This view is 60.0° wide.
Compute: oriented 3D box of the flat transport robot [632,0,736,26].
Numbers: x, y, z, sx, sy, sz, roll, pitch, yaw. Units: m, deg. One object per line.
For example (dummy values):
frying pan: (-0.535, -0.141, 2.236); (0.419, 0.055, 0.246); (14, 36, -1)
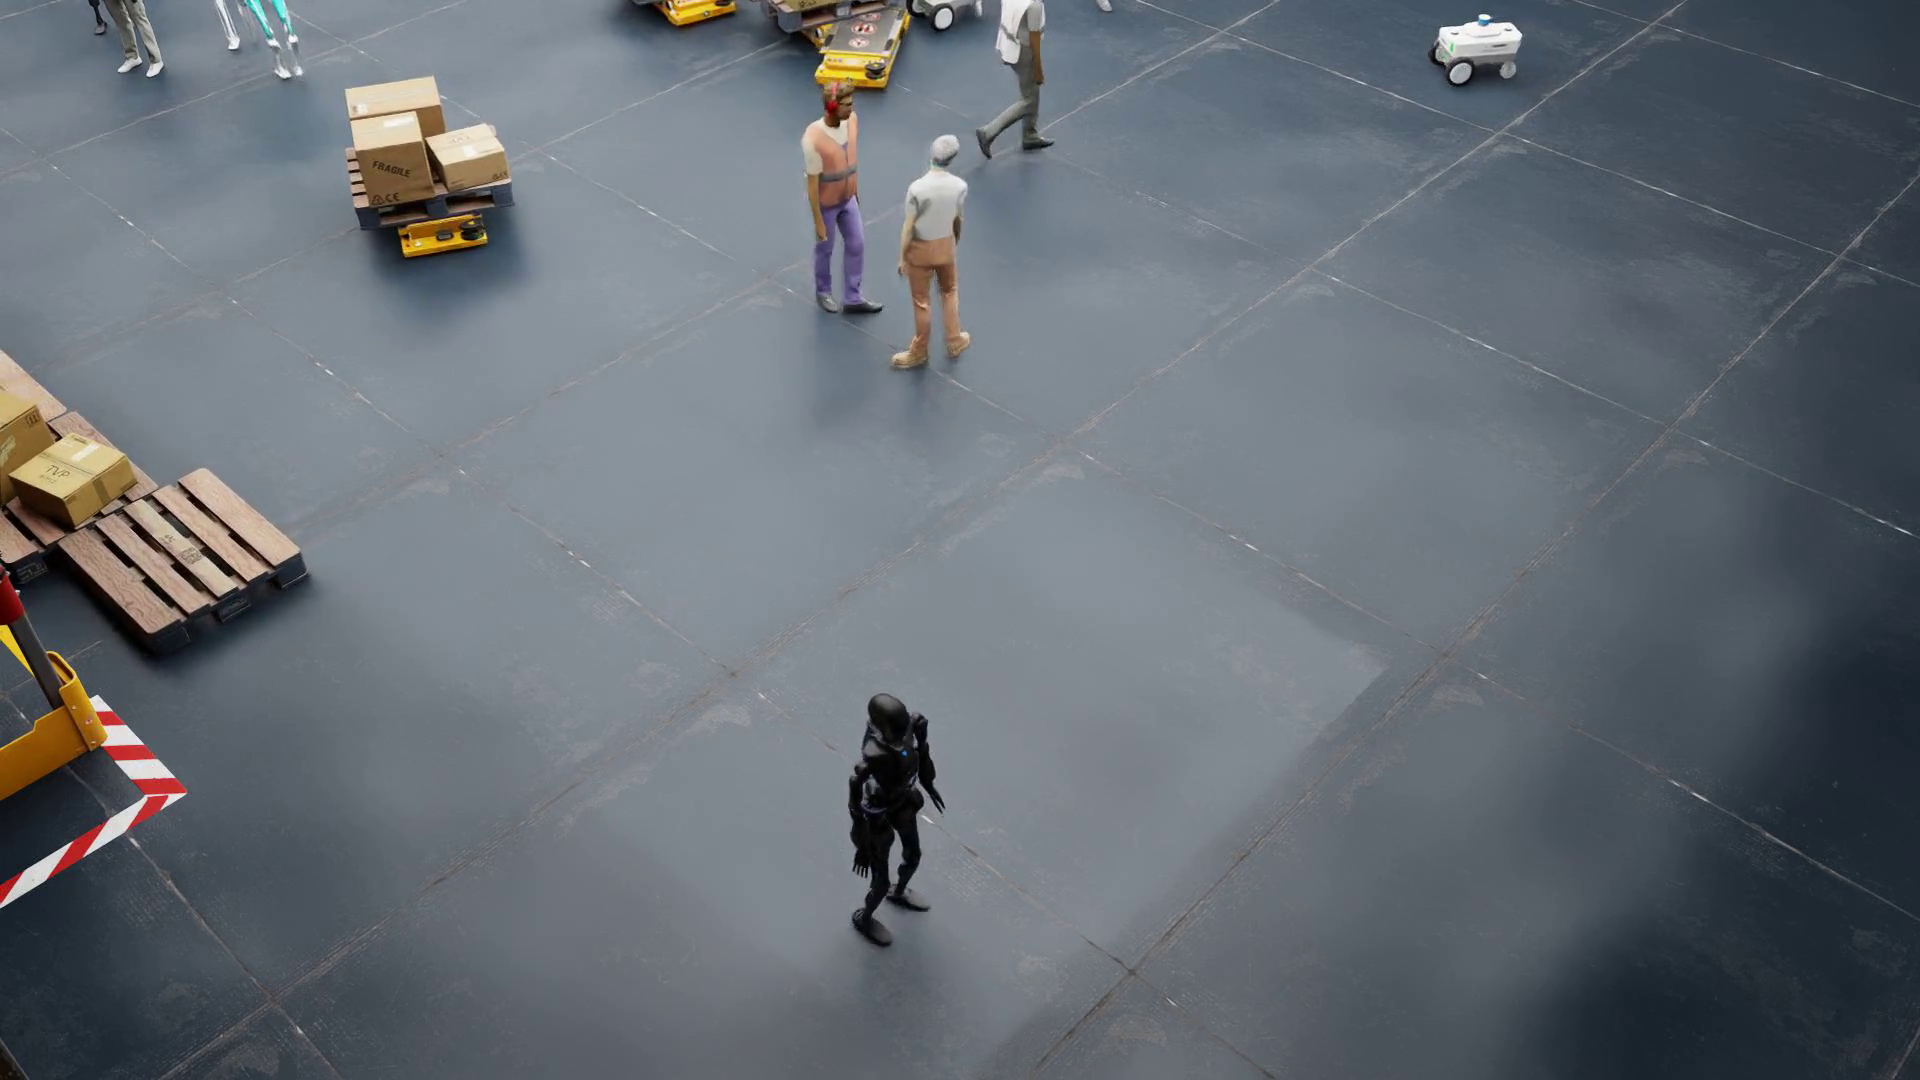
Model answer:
flat transport robot: (-2.881, -5.574, 16.722); (0.659, 0.231, 1.431); (-24, 47, -24)

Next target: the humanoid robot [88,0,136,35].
humanoid robot: (-8.228, -5.636, 15.727); (0.599, 1.657, 0.315); (-17, 45, -18)

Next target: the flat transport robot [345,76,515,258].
flat transport robot: (-4.300, -2.791, 13.628); (0.659, 0.231, 1.431); (-13, 44, -14)

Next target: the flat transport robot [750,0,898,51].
flat transport robot: (-1.348, -5.158, 16.259); (0.659, 0.231, 1.431); (-21, 46, -22)

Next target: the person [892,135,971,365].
person: (-0.233, -1.999, 11.682); (0.628, 1.705, 0.301); (-21, 46, -22)

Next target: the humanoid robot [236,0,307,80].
humanoid robot: (-6.228, -4.887, 14.873); (0.530, 1.812, 0.665); (-21, 46, -21)

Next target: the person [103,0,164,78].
person: (-7.649, -5.022, 15.078); (0.513, 1.645, 0.306); (12, 43, 13)

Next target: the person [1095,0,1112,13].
person: (1.435, -6.108, 16.154); (0.581, 1.825, 0.550); (-15, 44, -16)

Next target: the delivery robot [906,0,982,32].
delivery robot: (-0.110, -5.354, 16.245); (0.742, 0.570, 0.499); (-24, 47, -24)

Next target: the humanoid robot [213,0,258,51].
humanoid robot: (-6.888, -5.338, 15.433); (0.553, 1.882, 0.723); (-21, 46, -22)

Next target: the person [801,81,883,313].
person: (-0.909, -2.437, 12.077); (0.546, 1.816, 0.679); (27, 49, 27)

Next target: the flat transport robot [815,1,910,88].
flat transport robot: (-0.911, -4.704, 15.754); (0.659, 0.231, 1.431); (6, 42, 6)

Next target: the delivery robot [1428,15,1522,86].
delivery robot: (4.781, -4.554, 15.368); (0.788, 0.587, 0.499); (-6, 42, -7)

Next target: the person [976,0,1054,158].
person: (0.480, -4.031, 13.839); (0.687, 1.818, 0.580); (-12, 43, -13)

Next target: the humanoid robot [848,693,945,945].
humanoid robot: (-0.329, 1.300, 8.025); (0.328, 1.641, 0.590); (28, 49, 27)
